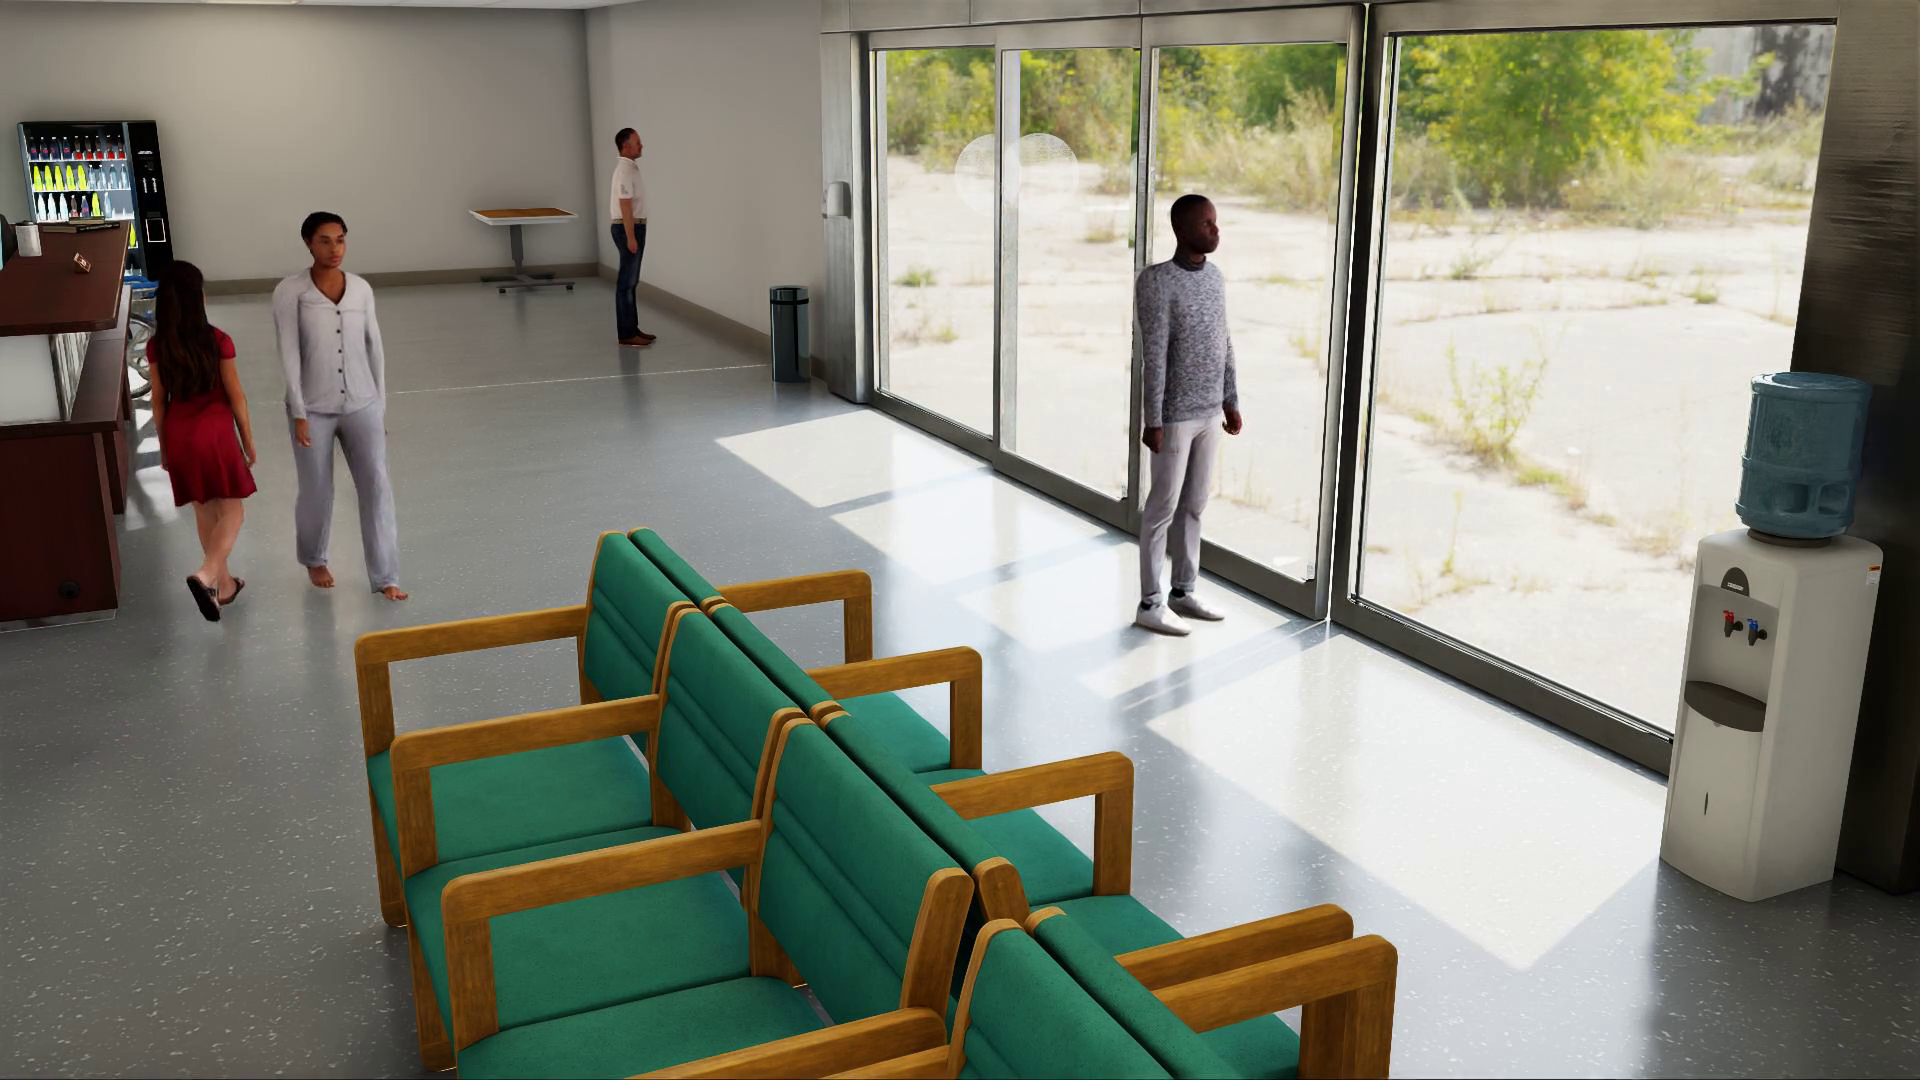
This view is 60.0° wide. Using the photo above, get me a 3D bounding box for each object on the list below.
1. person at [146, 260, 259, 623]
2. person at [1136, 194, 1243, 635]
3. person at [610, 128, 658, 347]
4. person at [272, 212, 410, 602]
[{"bbox_3d":[-3.245,-0.404,7.116,0.952,1.537,0.809,-2,16,-6],"label":"person"},{"bbox_3d":[0.934,-0.539,7.060,0.820,1.834,0.633,14,21,40],"label":"person"},{"bbox_3d":[-2.909,-2.659,14.539,0.736,1.855,0.746,0,16,1],"label":"person"},{"bbox_3d":[-2.860,-0.598,7.481,0.942,1.720,0.829,-13,20,-38],"label":"person"}]
